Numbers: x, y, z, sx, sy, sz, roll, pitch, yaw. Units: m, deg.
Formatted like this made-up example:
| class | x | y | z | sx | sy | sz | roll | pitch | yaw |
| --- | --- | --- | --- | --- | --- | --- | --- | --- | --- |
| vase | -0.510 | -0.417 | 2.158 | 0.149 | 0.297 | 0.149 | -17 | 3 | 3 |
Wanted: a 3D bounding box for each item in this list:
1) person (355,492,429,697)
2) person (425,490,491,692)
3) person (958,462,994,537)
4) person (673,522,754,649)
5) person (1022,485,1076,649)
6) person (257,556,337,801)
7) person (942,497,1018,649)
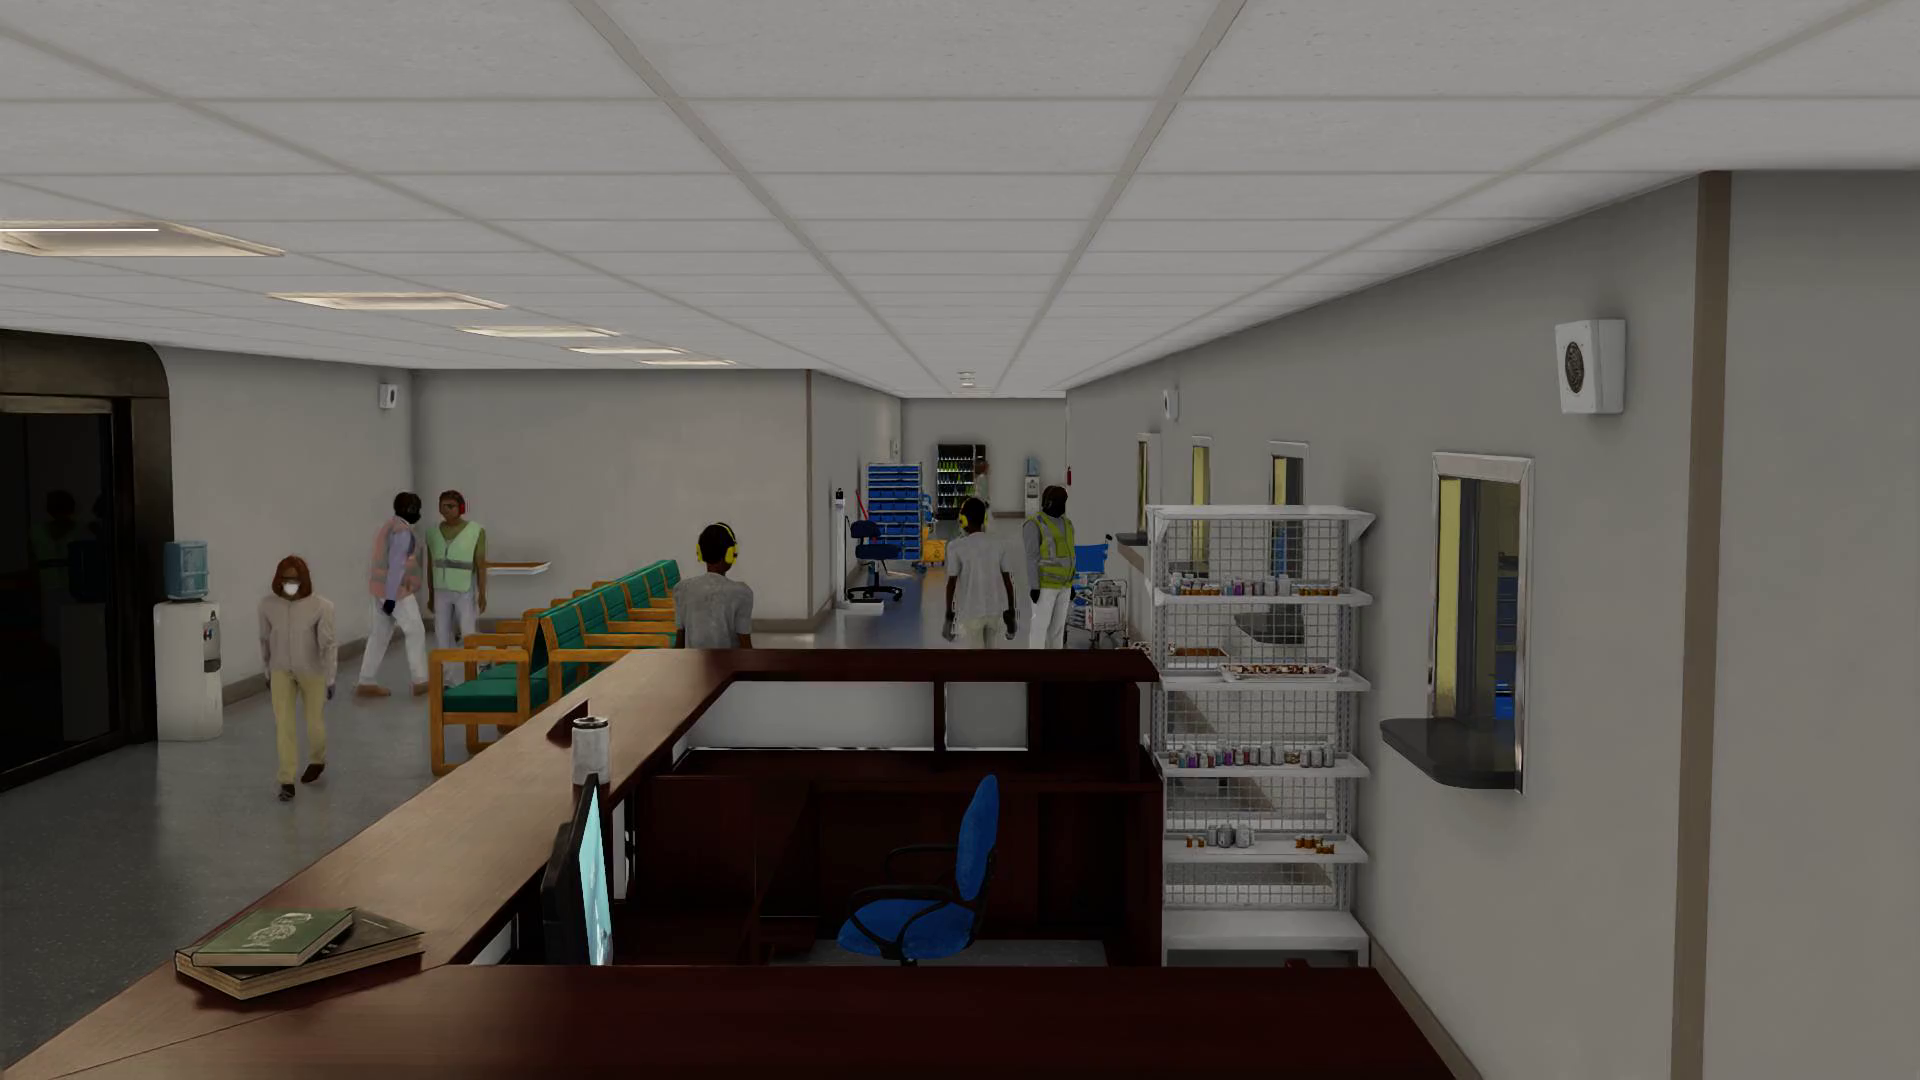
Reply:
| class | x | y | z | sx | sy | sz | roll | pitch | yaw |
| --- | --- | --- | --- | --- | --- | --- | --- | --- | --- |
| person | -4.915 | 0.481 | 14.610 | 0.858 | 1.794 | 0.648 | -3 | 5 | -34 |
| person | -4.433 | 0.459 | 14.752 | 0.567 | 1.827 | 0.697 | 1 | 4 | 10 |
| person | 0.383 | -0.780 | 33.619 | 0.774 | 1.608 | 0.516 | 0 | 4 | 6 |
| person | -1.368 | 0.836 | 9.272 | 0.503 | 1.859 | 0.329 | 1 | 4 | 17 |
| person | 0.854 | 0.414 | 15.294 | 0.429 | 1.839 | 0.623 | 3 | 5 | 40 |
| person | -4.284 | 0.868 | 10.804 | 0.503 | 1.560 | 0.928 | -1 | 4 | -9 |
| person | 0.153 | 0.597 | 12.724 | 0.519 | 1.838 | 0.553 | -2 | 5 | -27 |
